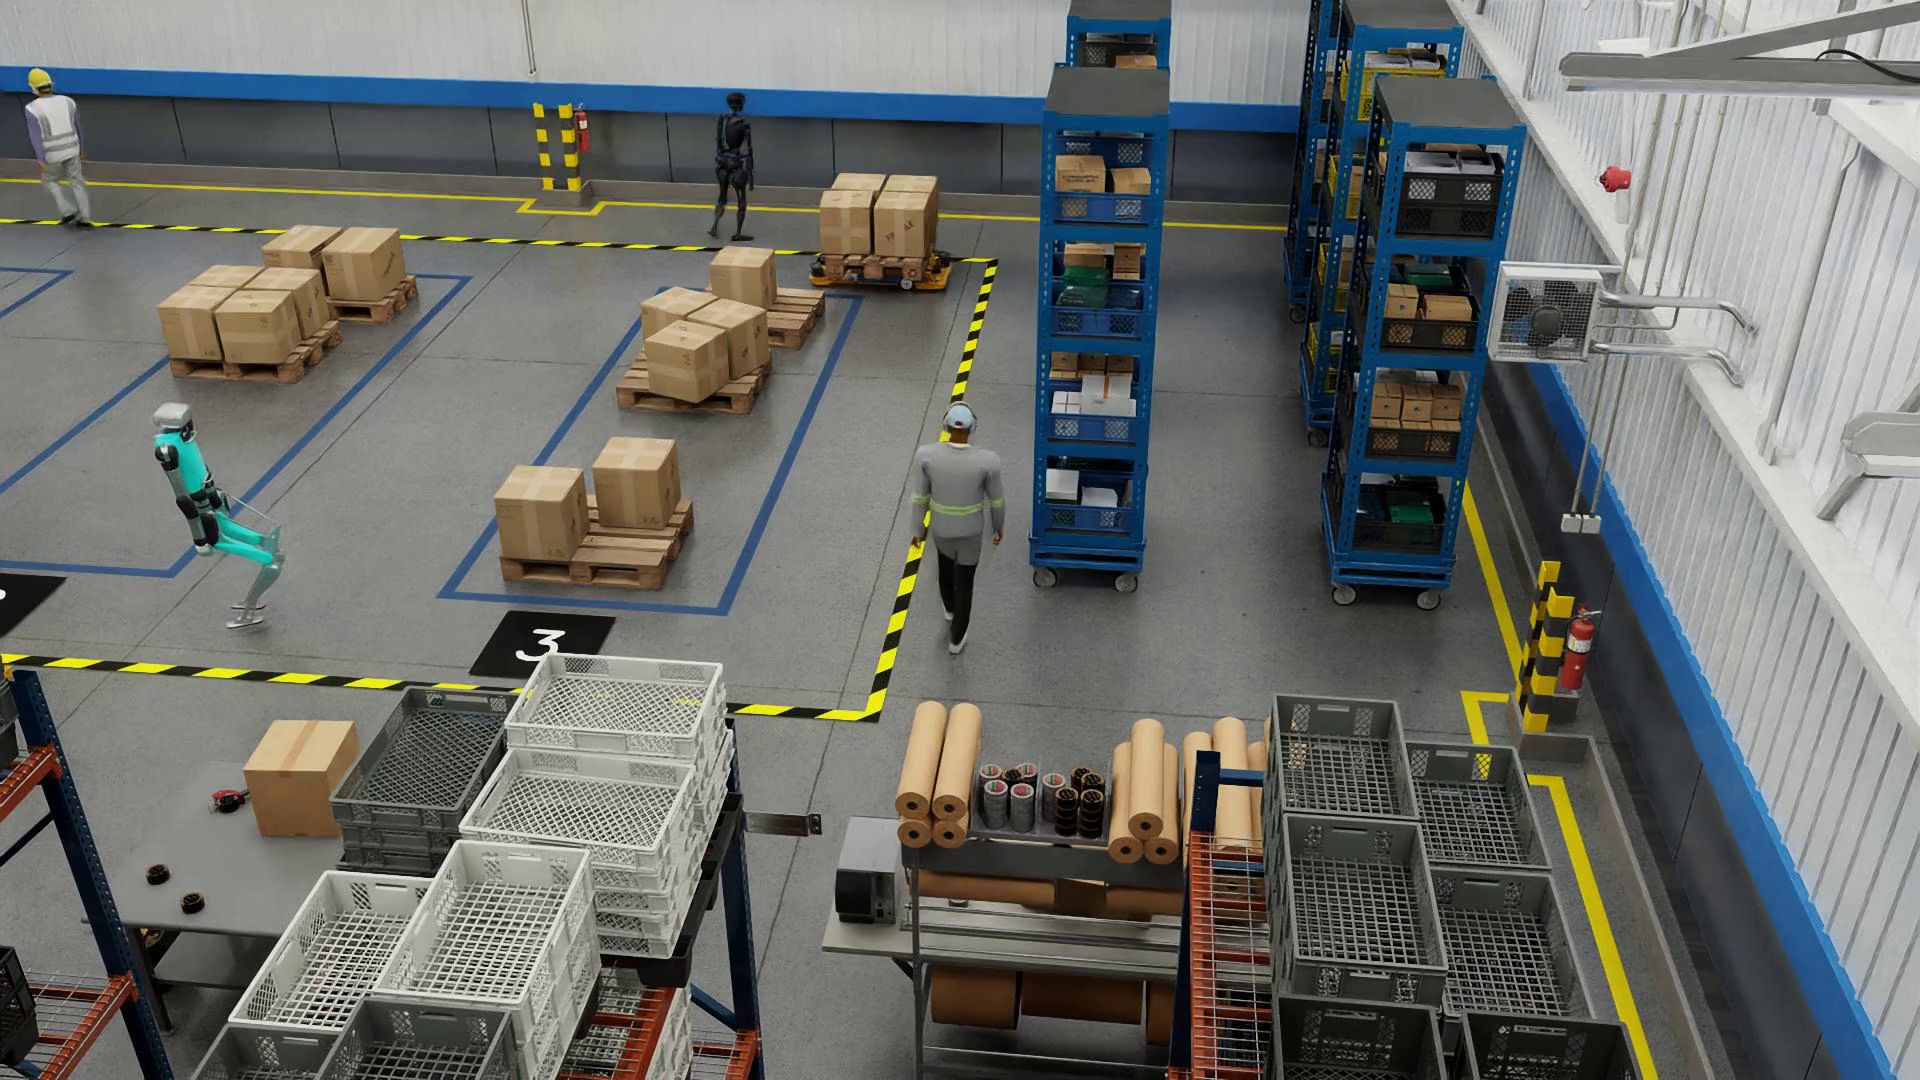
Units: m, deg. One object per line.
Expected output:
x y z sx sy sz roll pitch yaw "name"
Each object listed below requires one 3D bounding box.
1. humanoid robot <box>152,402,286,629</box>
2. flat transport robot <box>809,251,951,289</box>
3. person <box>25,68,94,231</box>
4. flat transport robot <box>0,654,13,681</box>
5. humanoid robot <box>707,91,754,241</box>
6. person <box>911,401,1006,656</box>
-4.974 -0.177 11.385 0.735 1.677 0.533 -5 31 -8 "humanoid robot"
-0.838 -2.888 17.607 1.431 0.197 0.652 3 30 6 "flat transport robot"
-10.091 -4.352 18.605 0.487 1.814 0.624 19 35 29 "person"
-7.142 0.969 11.010 1.431 0.231 0.659 3 30 6 "flat transport robot"
-2.554 -4.100 18.313 0.592 1.640 0.472 24 38 35 "humanoid robot"
0.012 -0.148 11.374 0.621 1.823 0.791 5 31 9 "person"
